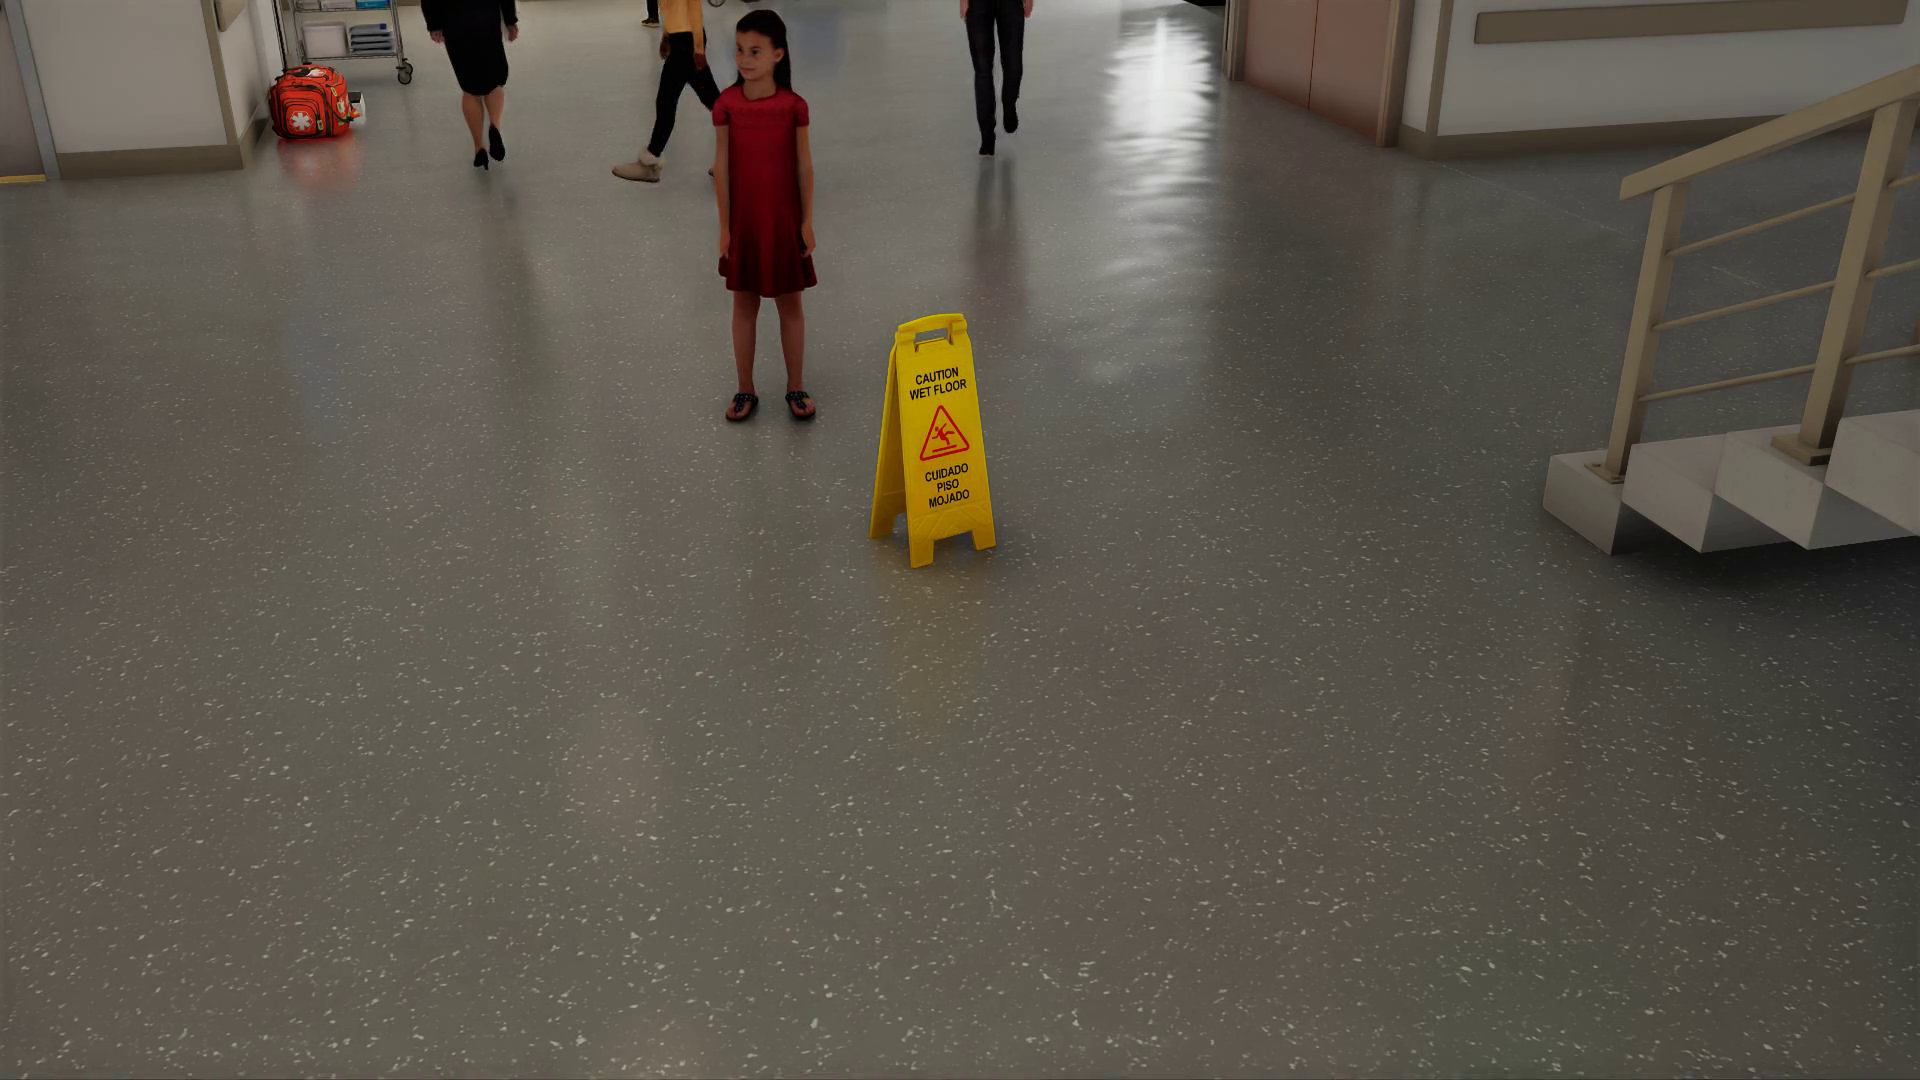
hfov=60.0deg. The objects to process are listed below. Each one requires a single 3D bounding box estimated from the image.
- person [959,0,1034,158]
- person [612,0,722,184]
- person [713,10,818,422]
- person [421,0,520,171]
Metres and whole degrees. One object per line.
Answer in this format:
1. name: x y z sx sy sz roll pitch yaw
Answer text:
1. person: 0.214 -3.428 10.459 0.793 1.944 0.973 2 26 3
2. person: -1.518 -2.886 9.713 0.669 1.616 0.996 -6 26 -13
3. person: -0.742 -1.230 6.353 0.586 1.551 0.645 -2 26 -4
4. person: -2.919 -3.036 9.971 0.730 1.662 0.717 -9 27 -18
